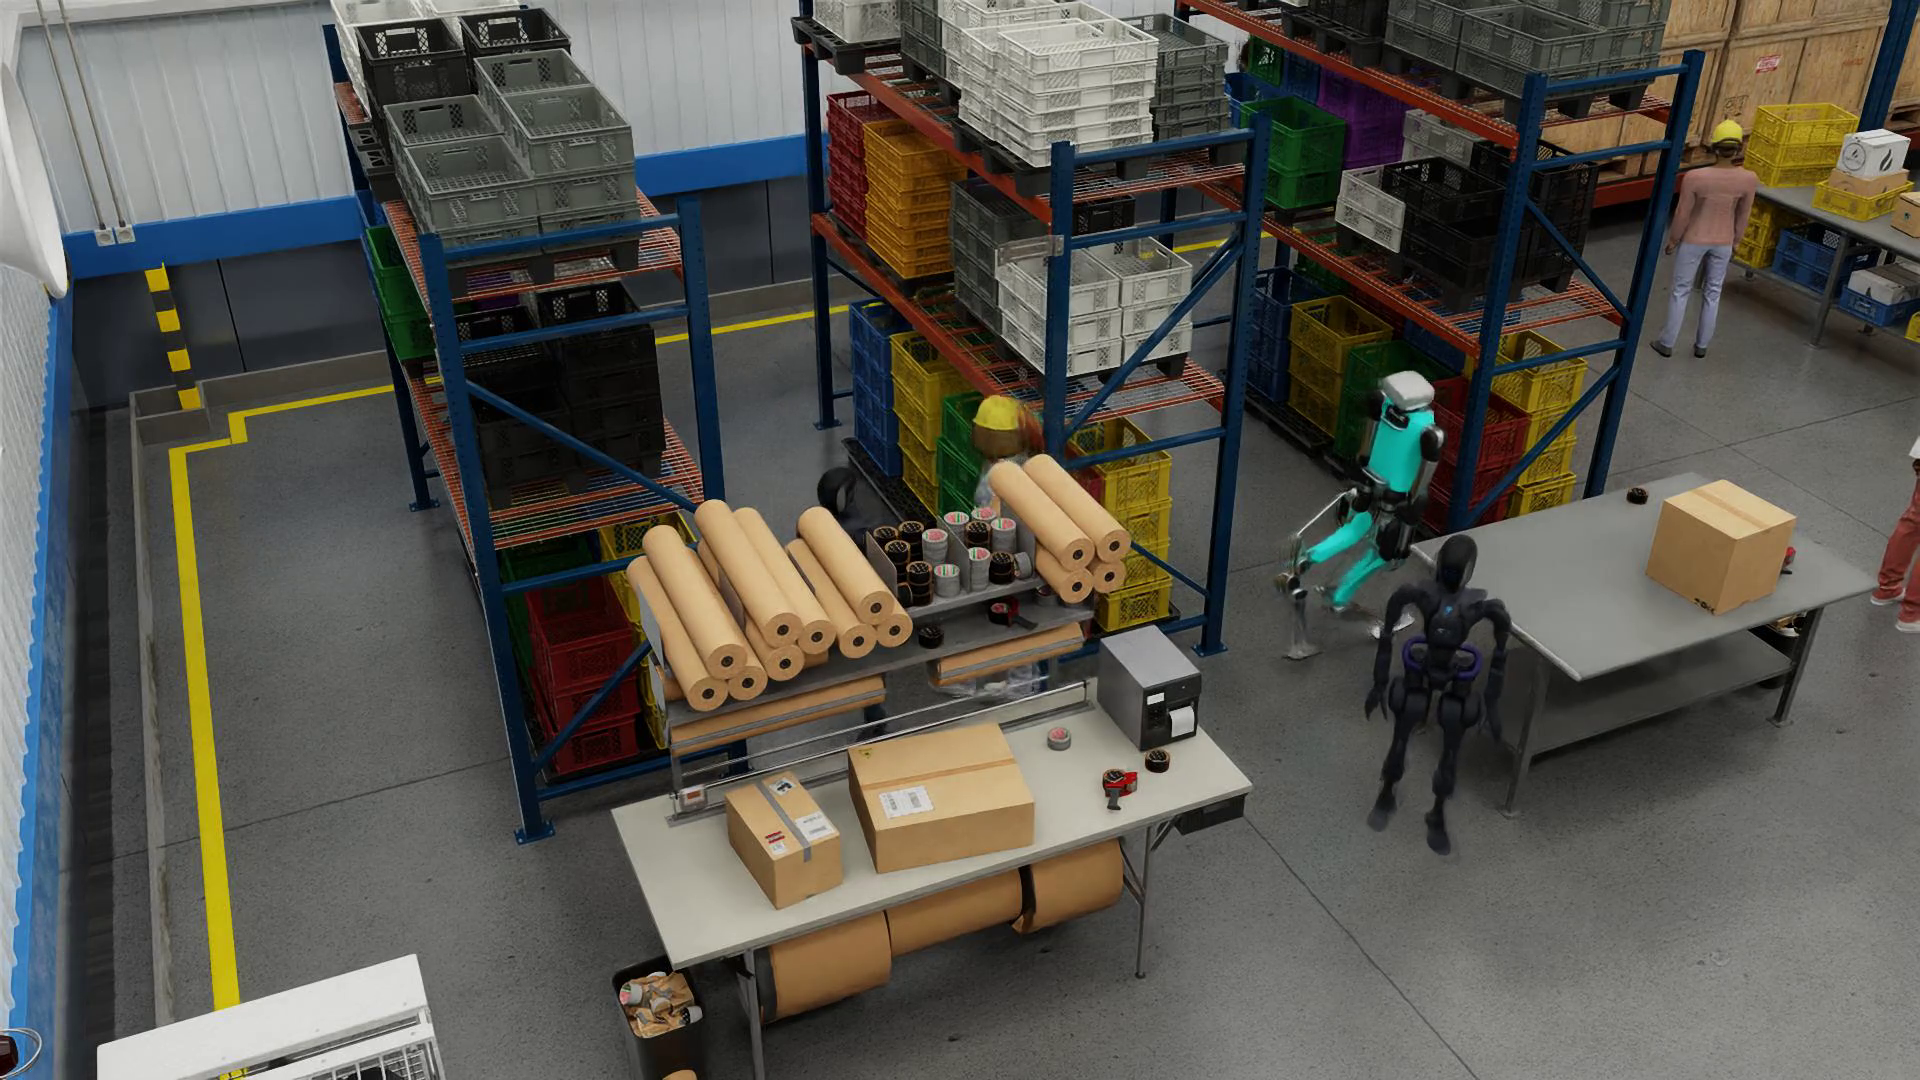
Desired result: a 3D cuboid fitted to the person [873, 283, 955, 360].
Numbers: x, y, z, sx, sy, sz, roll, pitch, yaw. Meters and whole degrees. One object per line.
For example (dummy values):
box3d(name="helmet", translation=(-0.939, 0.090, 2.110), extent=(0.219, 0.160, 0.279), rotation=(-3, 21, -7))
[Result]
box3d(name="person", translation=(-0.210, -2.212, 11.941), extent=(1.083, 1.971, 0.609), rotation=(-12, 34, -19))

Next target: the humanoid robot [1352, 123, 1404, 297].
box3d(name="humanoid robot", translation=(3.211, -2.599, 12.858), extent=(0.422, 1.641, 0.611), rotation=(-9, 33, -14))

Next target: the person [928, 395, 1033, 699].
box3d(name="person", translation=(0.111, 0.058, 8.488), extent=(0.676, 1.710, 0.500), rotation=(13, 34, 21))

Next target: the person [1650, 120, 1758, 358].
box3d(name="person", translation=(5.396, -2.160, 12.058), extent=(0.522, 1.760, 0.320), rotation=(3, 32, 5))

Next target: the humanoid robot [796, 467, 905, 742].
box3d(name="humanoid robot", translation=(-0.514, 0.379, 8.021), extent=(0.602, 1.635, 0.541), rotation=(13, 34, 21))

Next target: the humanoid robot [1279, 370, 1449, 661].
box3d(name="humanoid robot", translation=(2.040, -0.029, 8.646), extent=(1.056, 1.746, 0.567), rotation=(-15, 35, -23))

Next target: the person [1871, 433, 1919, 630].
box3d(name="person", translation=(5.389, -0.387, 9.036), extent=(0.400, 1.911, 0.587), rotation=(-3, 32, -5))

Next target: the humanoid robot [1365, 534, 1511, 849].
box3d(name="humanoid robot", translation=(2.159, 0.682, 7.514), extent=(0.607, 1.661, 0.310), rotation=(11, 33, 17))

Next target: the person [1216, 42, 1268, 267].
box3d(name="person", translation=(2.346, -3.167, 13.614), extent=(0.357, 1.846, 0.573), rotation=(5, 32, 8))
